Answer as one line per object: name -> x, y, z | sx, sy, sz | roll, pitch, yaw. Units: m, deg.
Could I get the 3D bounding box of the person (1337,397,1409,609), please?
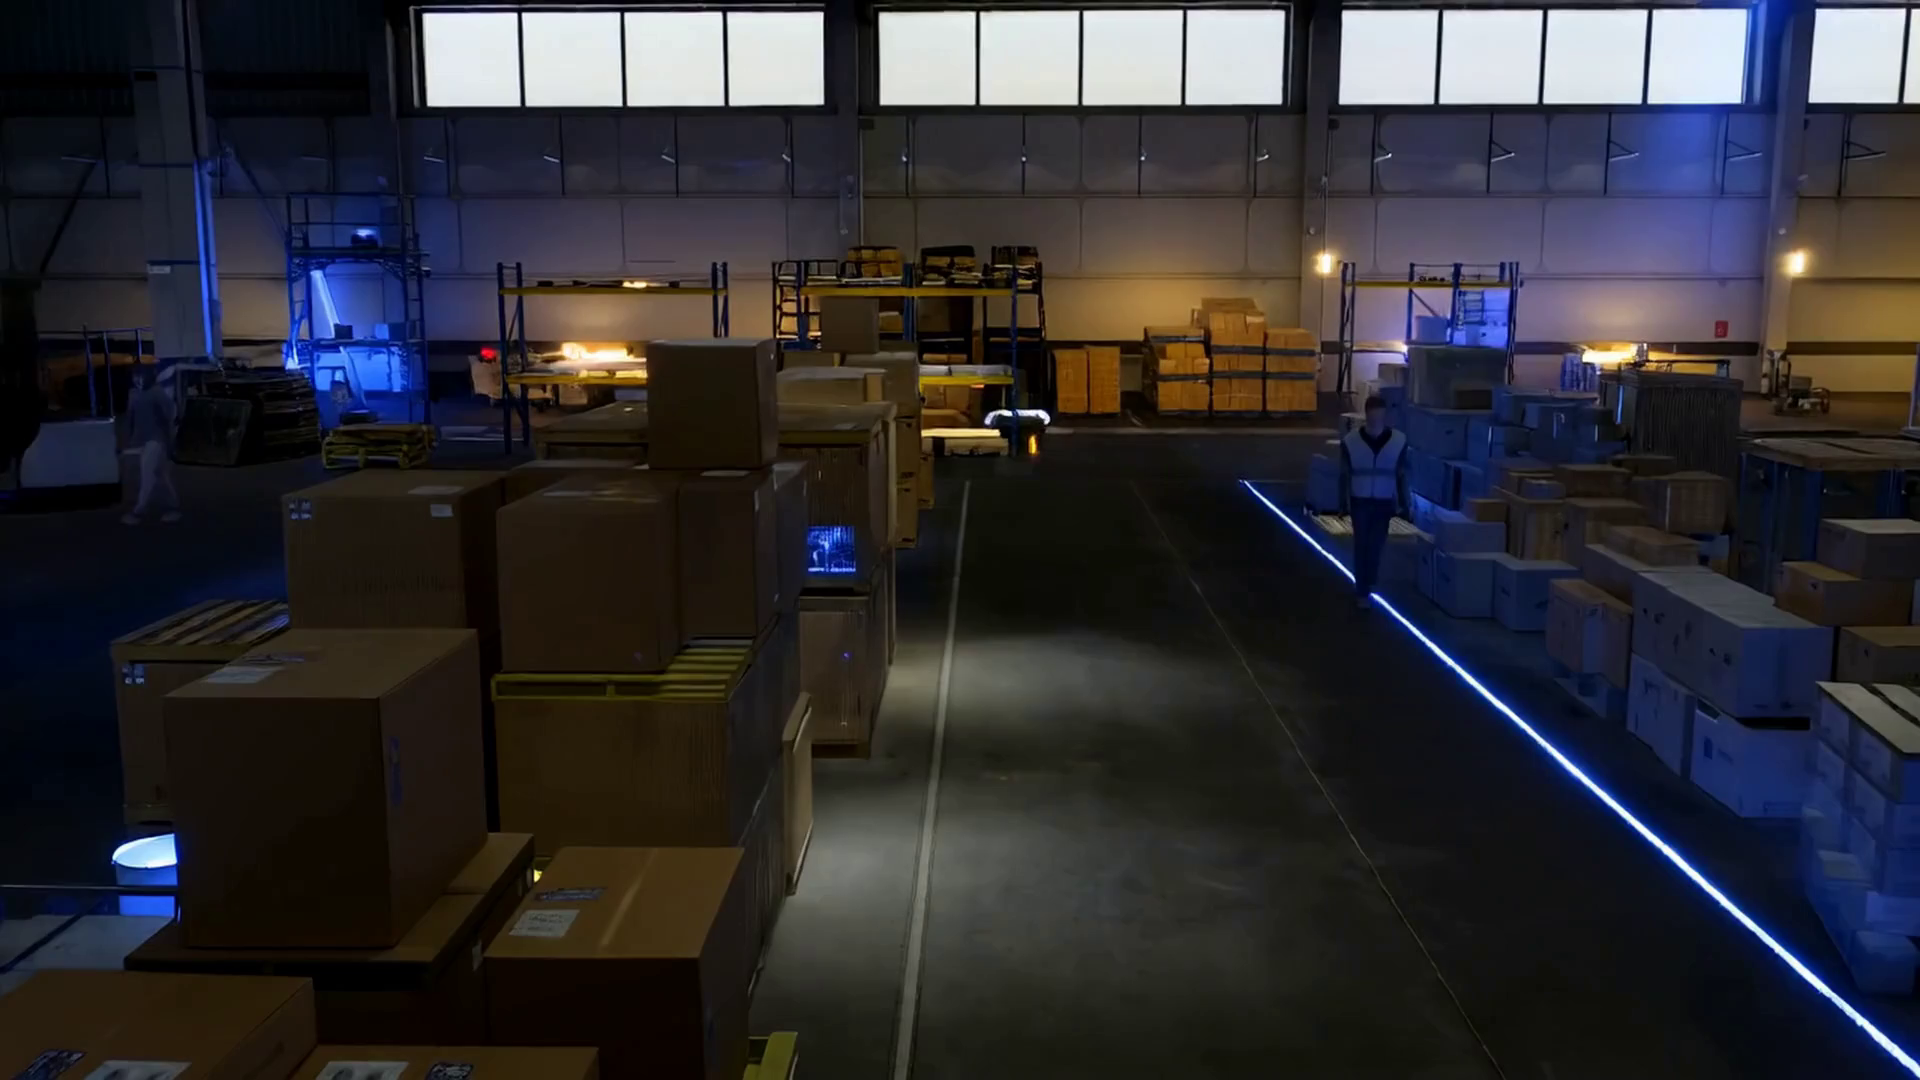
person -> 3.669, -0.356, 14.855 | 0.610, 1.878, 0.752 | 0, 9, 0

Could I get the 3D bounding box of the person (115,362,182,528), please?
person -> -9.415, -1.098, 19.181 | 0.636, 1.888, 1.001 | 5, 11, 27

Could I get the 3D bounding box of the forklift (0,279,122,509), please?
forklift -> -11.449, -1.800, 20.416 | 1.873, 2.768, 1.129 | -4, 10, -25
